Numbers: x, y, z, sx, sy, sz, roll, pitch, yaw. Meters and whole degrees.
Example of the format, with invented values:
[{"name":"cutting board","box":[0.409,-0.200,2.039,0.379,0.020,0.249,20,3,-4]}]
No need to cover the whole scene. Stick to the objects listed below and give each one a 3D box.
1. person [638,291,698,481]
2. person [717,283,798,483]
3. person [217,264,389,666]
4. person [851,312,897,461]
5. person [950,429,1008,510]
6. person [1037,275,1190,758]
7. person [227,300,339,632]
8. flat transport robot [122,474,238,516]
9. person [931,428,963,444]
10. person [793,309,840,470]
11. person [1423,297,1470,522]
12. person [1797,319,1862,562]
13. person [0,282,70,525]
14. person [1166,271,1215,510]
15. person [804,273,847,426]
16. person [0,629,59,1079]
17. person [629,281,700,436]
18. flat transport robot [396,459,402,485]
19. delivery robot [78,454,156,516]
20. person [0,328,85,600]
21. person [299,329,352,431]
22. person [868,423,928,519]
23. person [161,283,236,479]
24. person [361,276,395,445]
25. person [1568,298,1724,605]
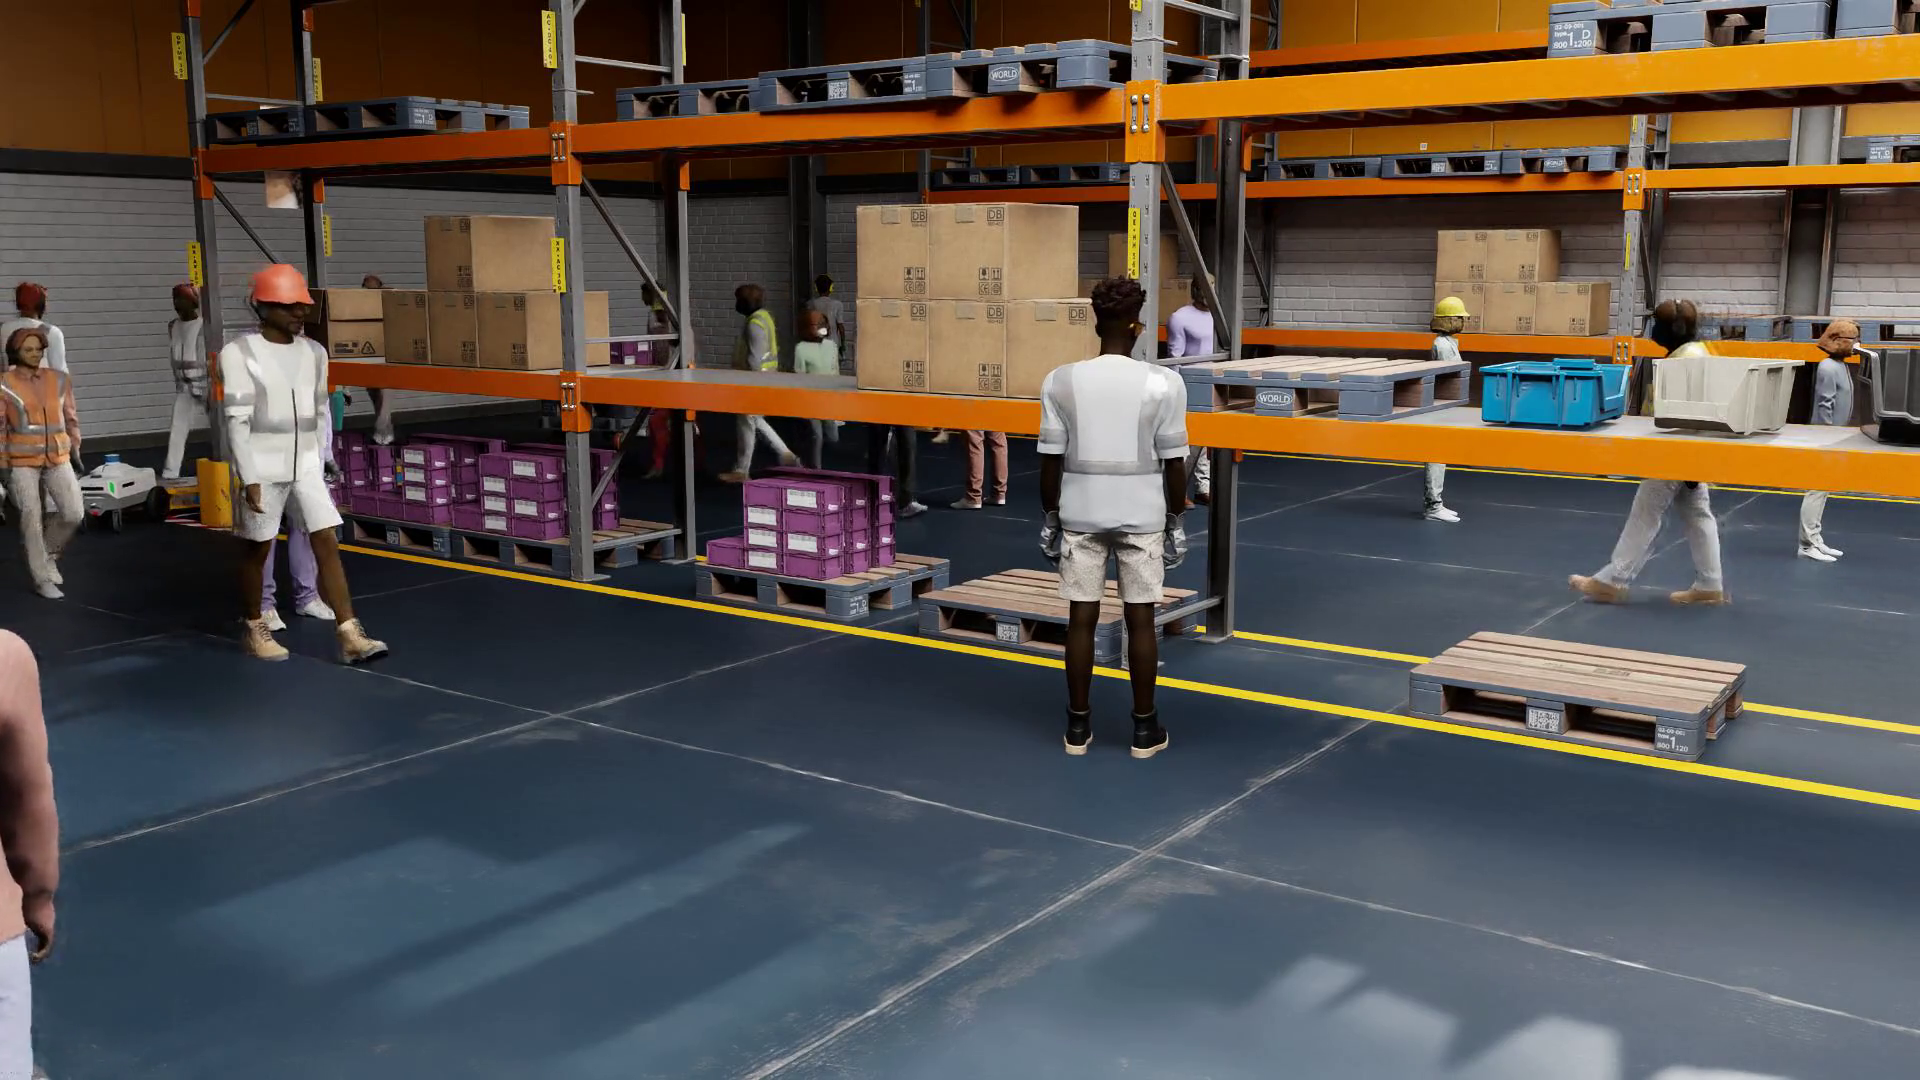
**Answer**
[{"name":"person","box":[-2.676,-1.384,15.150,0.559,1.740,0.680,6,11,31]},{"name":"person","box":[-1.874,-1.426,15.169,0.670,1.821,0.655,0,10,-2]},{"name":"person","box":[-3.283,-0.341,8.199,1.024,1.991,0.626,7,12,36]},{"name":"person","box":[-0.797,-1.723,16.710,0.591,1.907,0.744,-6,11,-31]},{"name":"person","box":[0.149,-1.196,13.557,0.636,1.911,0.404,-8,13,-40]},{"name":"person","box":[0.624,-0.088,6.784,0.618,1.963,0.361,2,10,13]},{"name":"person","box":[-3.721,-0.465,9.203,0.401,1.910,0.640,6,11,33]},{"name":"flat transport robot","box":[-6.187,-0.395,13.653,1.431,0.197,0.652,-9,13,-43]},{"name":"person","box":[-0.162,-1.886,18.370,0.659,1.668,0.335,6,11,30]},{"name":"person","box":[-1.274,-1.191,14.407,0.515,1.615,0.529,8,12,40]},{"name":"person","box":[3.802,-1.021,13.005,0.295,1.744,0.487,2,10,14]},{"name":"person","box":[5.896,-0.675,11.268,0.266,1.631,0.507,7,12,36]},{"name":"person","box":[-7.112,-1.028,12.682,0.598,1.867,0.609,1,10,8]},{"name":"person","box":[1.963,-1.220,13.609,0.629,1.940,0.376,-6,11,-30]},{"name":"person","box":[-1.639,-2.317,20.331,0.513,1.877,0.328,1,10,5]},{"name":"person","box":[-1.769,0.702,2.802,0.527,1.727,0.887,-8,13,-40]},{"name":"person","box":[-3.420,-2.055,19.008,0.982,1.812,0.569,2,10,11]},{"name":"flat transport robot","box":[-5.223,-0.572,14.705,0.652,0.197,1.431,9,13,41]},{"name":"delivery robot","box":[-6.410,-0.408,12.606,0.477,0.478,0.707,0,9,0]},{"name":"person","box":[-5.523,-0.455,9.960,0.389,1.625,0.537,6,11,33]},{"name":"person","box":[-5.568,-1.303,14.606,0.307,1.772,0.526,5,11,25]},{"name":"person","box":[-0.510,-1.091,13.036,0.641,1.863,0.945,-4,10,-22]},{"name":"person","box":[-6.646,-1.308,14.480,0.586,1.838,0.978,3,10,17]},{"name":"person","box":[-6.320,-1.906,17.939,0.675,1.849,1.008,0,10,1]},{"name":"person","box":[4.097,-0.506,9.780,0.926,1.801,0.648,4,11,25]}]
